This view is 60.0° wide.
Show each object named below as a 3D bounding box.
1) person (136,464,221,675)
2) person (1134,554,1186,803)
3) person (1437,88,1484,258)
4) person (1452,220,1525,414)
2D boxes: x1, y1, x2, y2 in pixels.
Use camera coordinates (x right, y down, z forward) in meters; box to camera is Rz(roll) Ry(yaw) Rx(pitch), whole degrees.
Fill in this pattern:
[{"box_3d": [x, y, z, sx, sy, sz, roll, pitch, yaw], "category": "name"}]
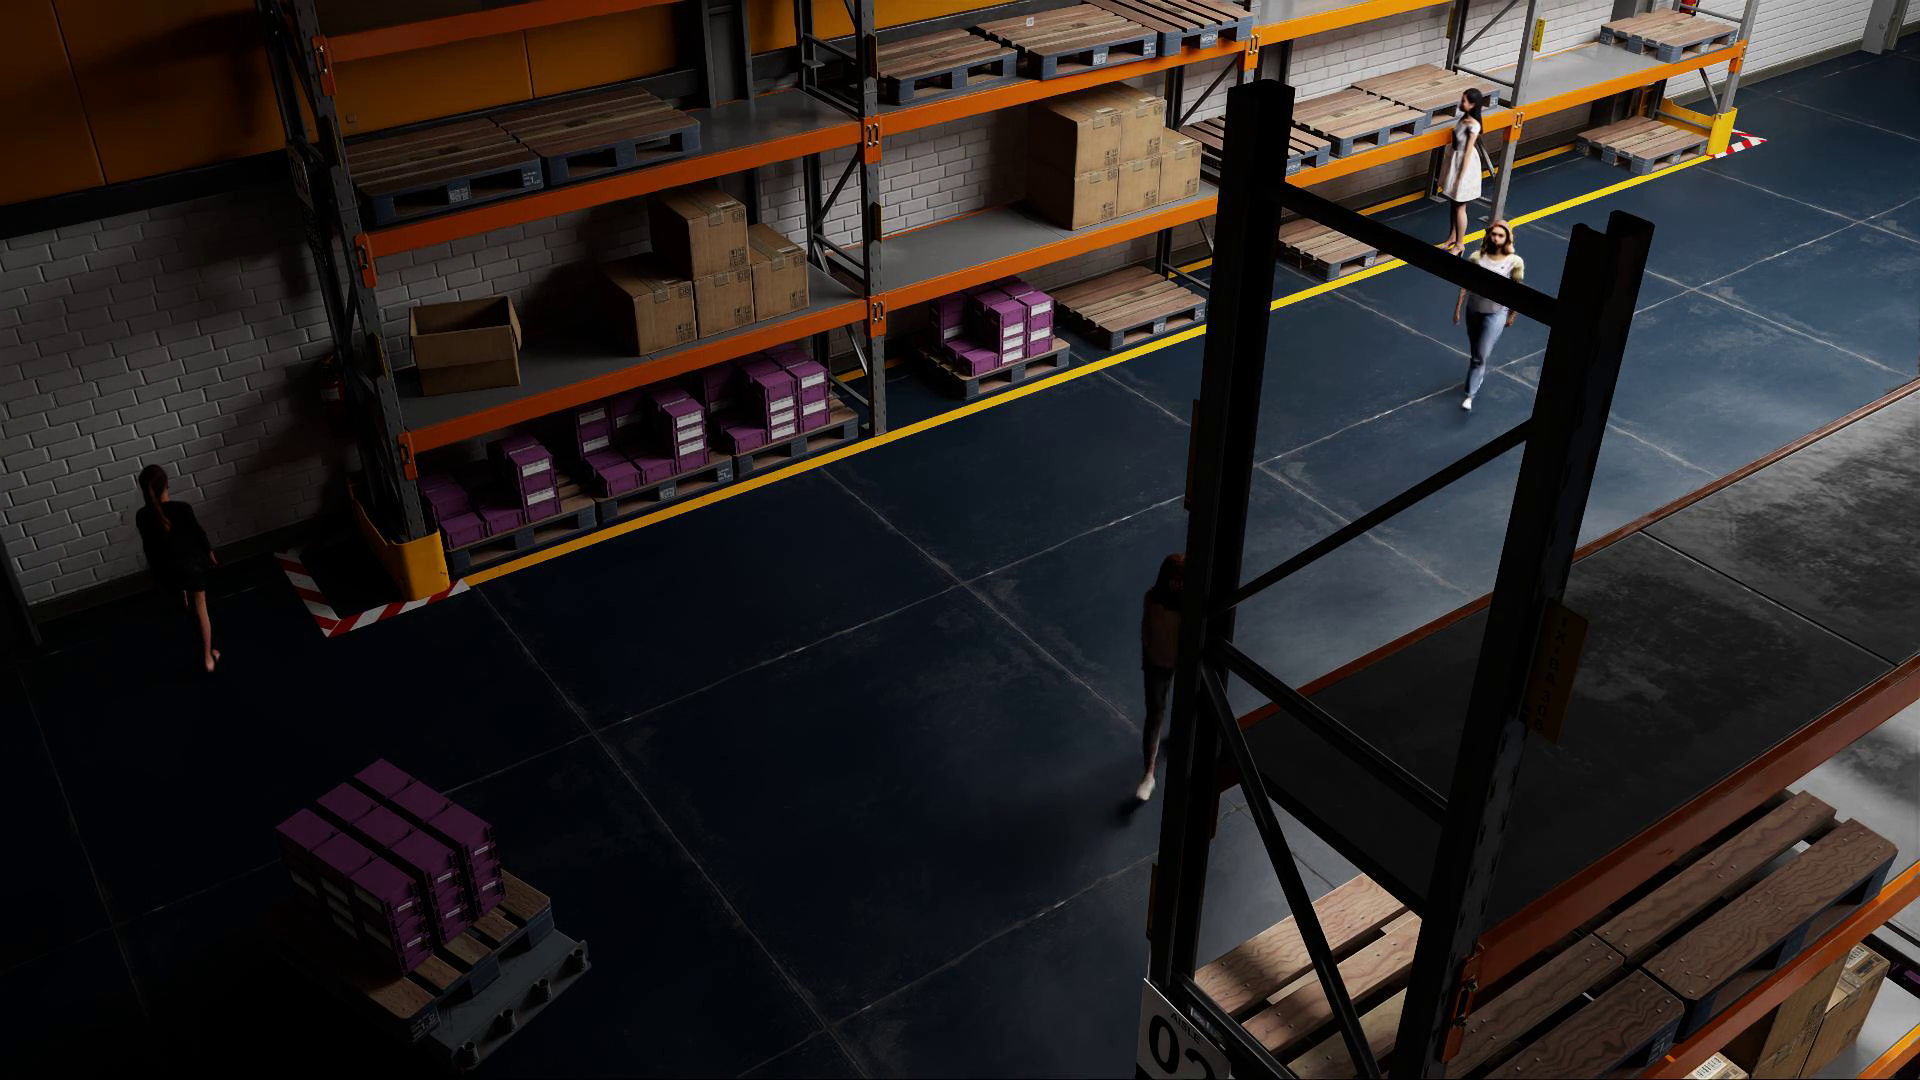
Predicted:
[{"box_3d": [-5.278, 0.222, 11.252, 0.968, 1.525, 0.833, -9, 35, -13], "category": "person"}, {"box_3d": [1.357, 0.729, 10.365, 1.042, 1.662, 1.187, 10, 35, 14], "category": "person"}, {"box_3d": [5.116, -3.742, 16.995, 0.823, 1.769, 0.783, 1, 34, 2], "category": "person"}, {"box_3d": [4.571, -1.983, 14.440, 1.007, 1.669, 1.233, 15, 37, 22], "category": "person"}]
